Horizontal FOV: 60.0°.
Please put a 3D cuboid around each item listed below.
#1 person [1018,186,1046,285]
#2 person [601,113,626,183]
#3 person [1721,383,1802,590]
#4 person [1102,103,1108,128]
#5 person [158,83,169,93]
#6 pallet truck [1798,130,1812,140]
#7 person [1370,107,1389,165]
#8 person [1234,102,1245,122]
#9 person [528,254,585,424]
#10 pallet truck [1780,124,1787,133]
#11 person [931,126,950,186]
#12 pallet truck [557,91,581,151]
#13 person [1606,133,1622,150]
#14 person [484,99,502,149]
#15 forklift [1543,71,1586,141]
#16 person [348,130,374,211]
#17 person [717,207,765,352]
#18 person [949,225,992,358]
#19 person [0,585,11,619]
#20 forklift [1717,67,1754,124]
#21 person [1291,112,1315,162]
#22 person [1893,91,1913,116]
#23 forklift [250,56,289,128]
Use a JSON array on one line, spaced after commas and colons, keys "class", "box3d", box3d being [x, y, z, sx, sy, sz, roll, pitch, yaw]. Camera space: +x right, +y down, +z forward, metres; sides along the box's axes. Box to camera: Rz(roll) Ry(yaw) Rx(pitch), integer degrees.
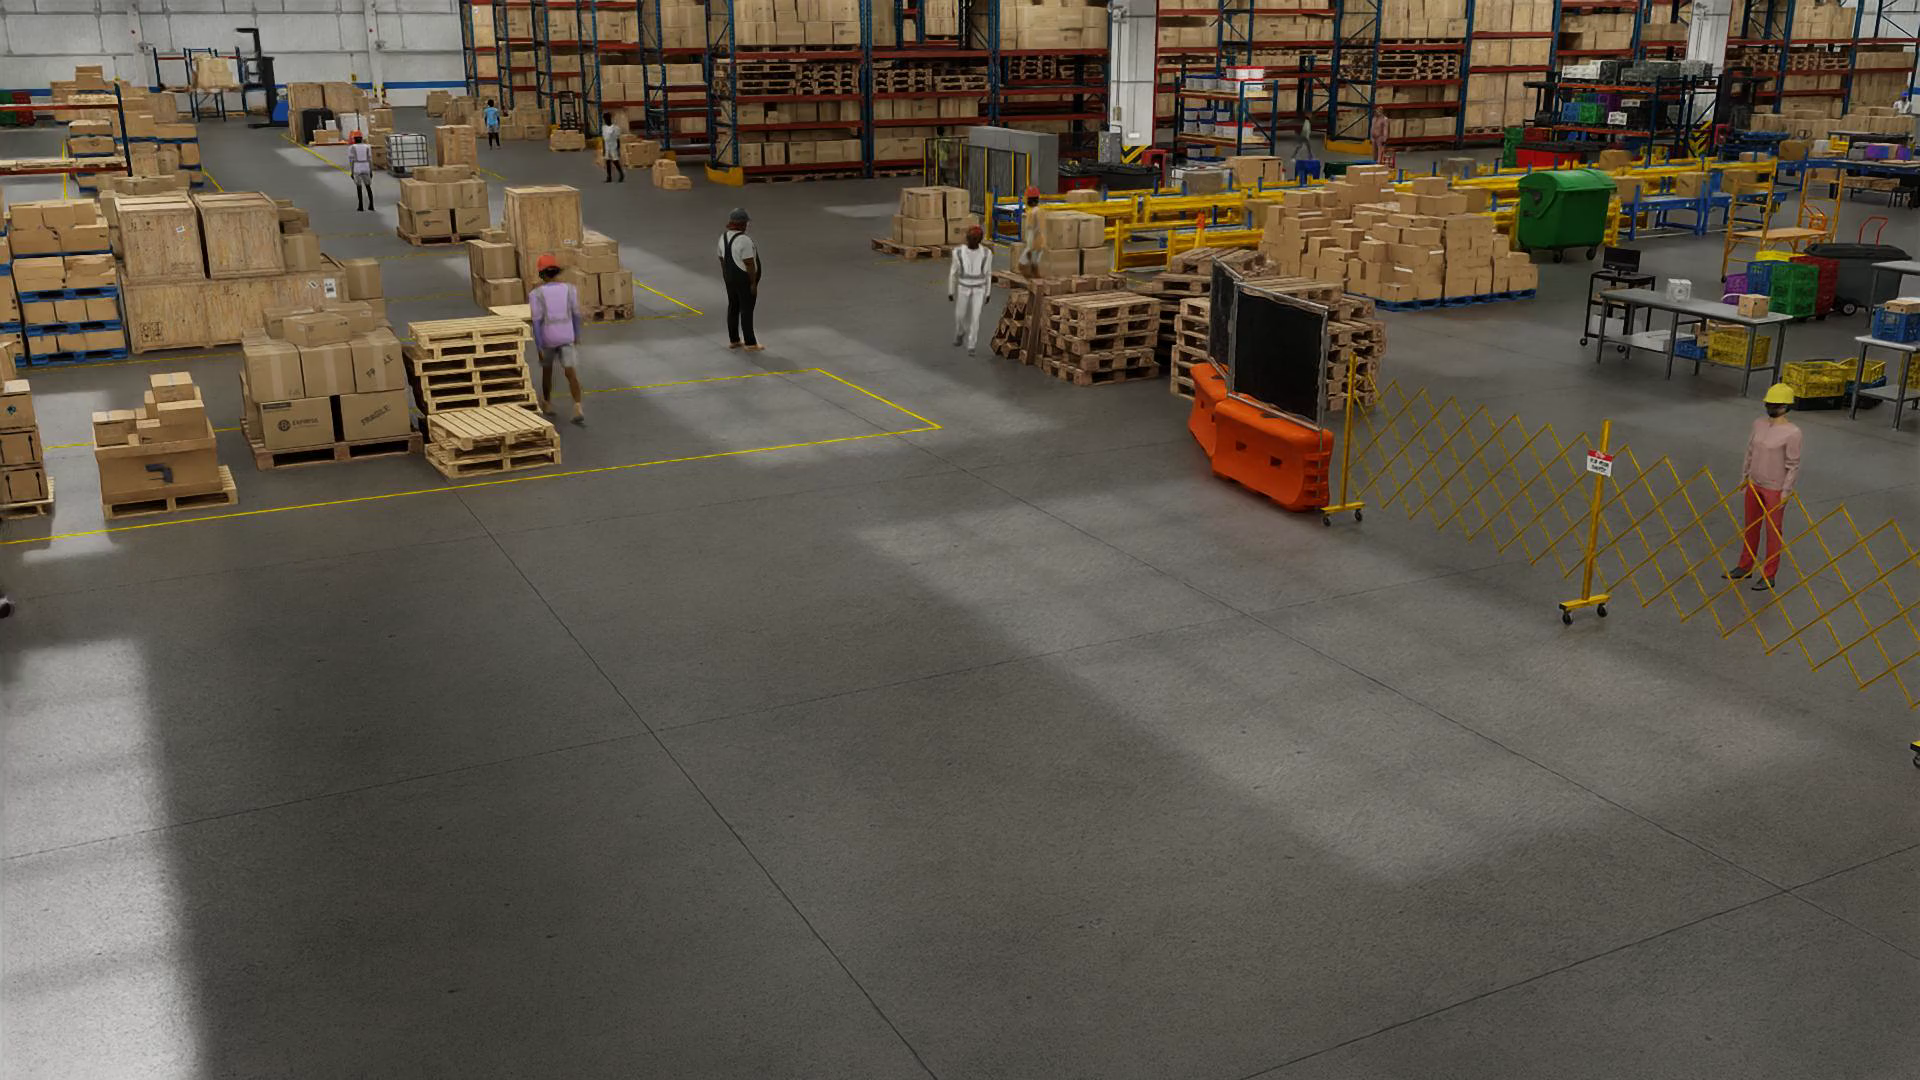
[{"class": "person", "box3d": [1.197, -4.902, 27.654, 0.409, 1.920, 0.553, 10, 20, 28]}, {"class": "person", "box3d": [-9.713, -10.983, 46.597, 0.678, 1.939, 0.701, 9, 20, 27]}, {"class": "person", "box3d": [6.811, -0.459, 14.055, 0.300, 1.772, 0.532, -6, 19, -19]}, {"class": "person", "box3d": [5.153, -14.293, 56.985, 0.437, 1.891, 0.648, -14, 22, -36]}, {"class": "person", "box3d": [-31.135, -16.993, 65.400, 0.512, 1.897, 0.627, 1, 18, 4]}, {"class": "pallet truck", "box3d": [25.526, -11.556, 49.408, 1.630, 1.274, 0.653, -9, 20, -26]}, {"class": "person", "box3d": [12.573, -12.070, 50.055, 0.395, 1.900, 0.641, -10, 20, -28]}, {"class": "person", "box3d": [9.959, -15.157, 59.861, 0.948, 1.776, 0.625, 7, 19, 20]}, {"class": "person", "box3d": [-4.774, -2.388, 19.723, 0.611, 1.999, 1.054, -10, 20, -28]}, {"class": "pallet truck", "box3d": [25.206, -12.542, 52.601, 1.601, 1.201, 0.680, 0, 18, -2]}, {"class": "person", "box3d": [-0.529, -10.440, 45.368, 0.539, 1.653, 0.876, -15, 23, -38]}, {"class": "pallet truck", "box3d": [-13.495, -14.412, 57.188, 0.823, 1.965, 1.885, -3, 18, -9]}, {"class": "person", "box3d": [20.278, -12.541, 51.643, 0.730, 1.806, 0.611, -11, 21, -31]}, {"class": "person", "box3d": [-16.189, -14.385, 57.595, 0.533, 1.692, 0.322, -1, 18, -2]}, {"class": "forklift", "box3d": [18.685, -13.231, 52.085, 1.873, 2.768, 1.129, -9, 20, -26]}, {"class": "person", "box3d": [-14.484, -8.935, 40.236, 0.539, 1.929, 0.394, -14, 22, -37]}, {"class": "person", "box3d": [-3.109, -3.741, 23.851, 0.676, 2.000, 0.536, 16, 24, 41]}, {"class": "person", "box3d": [0.155, -3.559, 23.592, 0.601, 1.855, 0.737, 0, 18, 0]}, {"class": "person", "box3d": [-7.872, -0.195, 13.011, 0.431, 1.911, 0.599, 7, 19, 20]}, {"class": "forklift", "box3d": [26.185, -14.586, 56.309, 1.129, 2.768, 1.873, -6, 19, -18]}, {"class": "person", "box3d": [10.969, -12.805, 52.851, 0.890, 1.580, 0.515, 8, 19, 23]}, {"class": "person", "box3d": [32.728, -14.604, 57.864, 0.614, 1.946, 0.390, 8, 19, 22]}, {"class": "forklift", "box3d": [-27.981, -18.207, 67.596, 1.873, 2.768, 1.129, -9, 20, -26]}]
